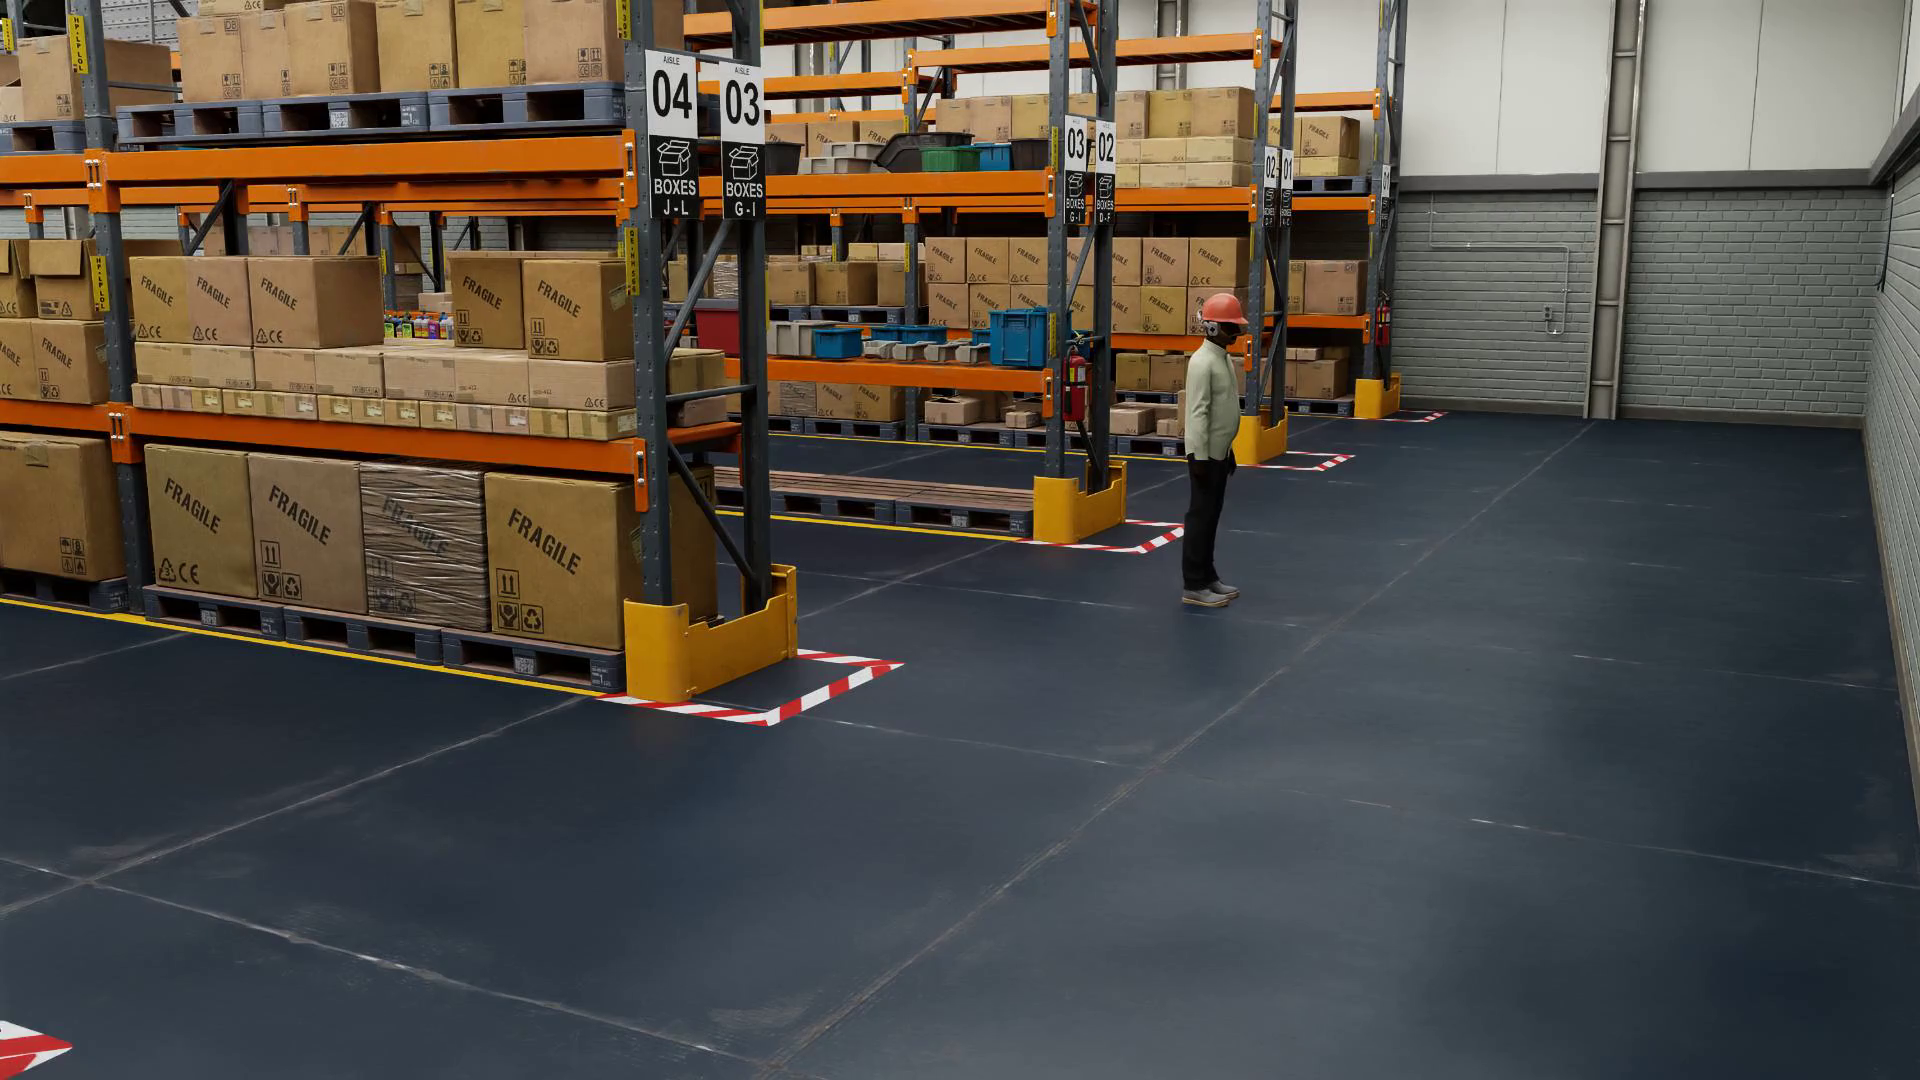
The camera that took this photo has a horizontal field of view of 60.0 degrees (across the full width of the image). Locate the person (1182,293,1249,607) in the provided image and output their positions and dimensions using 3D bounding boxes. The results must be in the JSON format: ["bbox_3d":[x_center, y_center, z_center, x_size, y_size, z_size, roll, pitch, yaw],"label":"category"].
[{"bbox_3d":[1.623,-0.572,10.611,0.402,1.988,0.610,4,11,22],"label":"person"}]

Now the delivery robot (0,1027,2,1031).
[{"bbox_3d":[-2.879,1.259,4.276,0.707,0.478,0.477,-6,12,-32],"label":"delivery robot"}]
